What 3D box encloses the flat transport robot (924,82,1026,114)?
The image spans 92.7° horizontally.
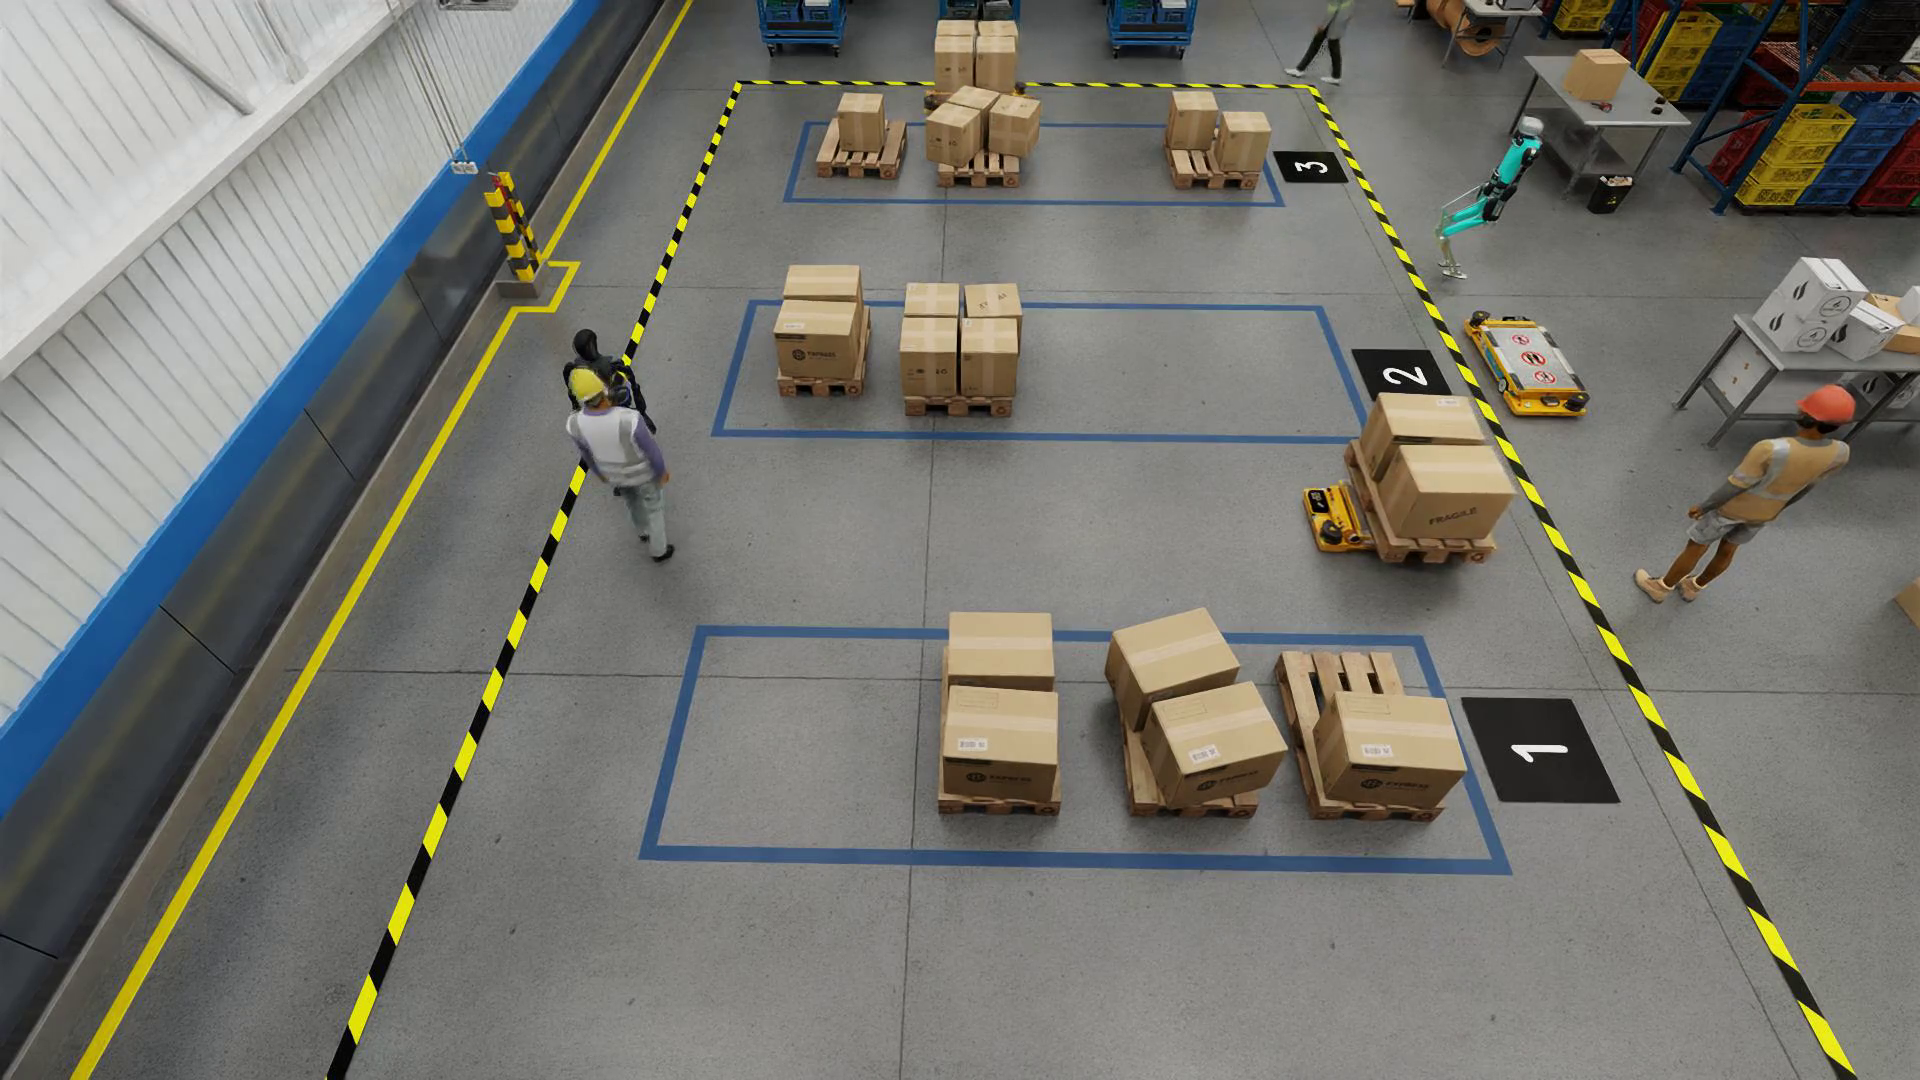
[{"bbox_3d":[0.216,-6.226,12.904,1.431,0.197,0.652,1,49,1],"label":"flat transport robot"}]

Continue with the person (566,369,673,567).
[{"bbox_3d":[-2.538,-0.527,6.995,0.607,1.821,0.460,6,49,5],"label":"person"}]

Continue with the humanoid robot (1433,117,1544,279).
[{"bbox_3d":[5.366,-3.556,9.554,0.735,1.673,0.533,8,50,7],"label":"humanoid robot"}]

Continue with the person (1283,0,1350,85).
[{"bbox_3d":[5.188,-7.361,12.897,0.907,1.790,0.655,12,50,10],"label":"person"}]

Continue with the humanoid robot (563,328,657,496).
[{"bbox_3d":[-2.819,-1.022,7.476,0.599,1.657,0.315,-6,49,-5],"label":"humanoid robot"}]

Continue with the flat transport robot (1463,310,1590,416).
[{"bbox_3d":[5.573,-1.757,9.054,0.659,0.231,1.431,1,49,1],"label":"flat transport robot"}]

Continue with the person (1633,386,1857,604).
[{"bbox_3d":[5.634,-0.264,6.591,0.604,2.043,0.373,1,49,0],"label":"person"}]

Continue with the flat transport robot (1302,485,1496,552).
[{"bbox_3d":[3.685,-0.207,7.694,1.431,0.197,0.652,1,49,1],"label":"flat transport robot"}]
